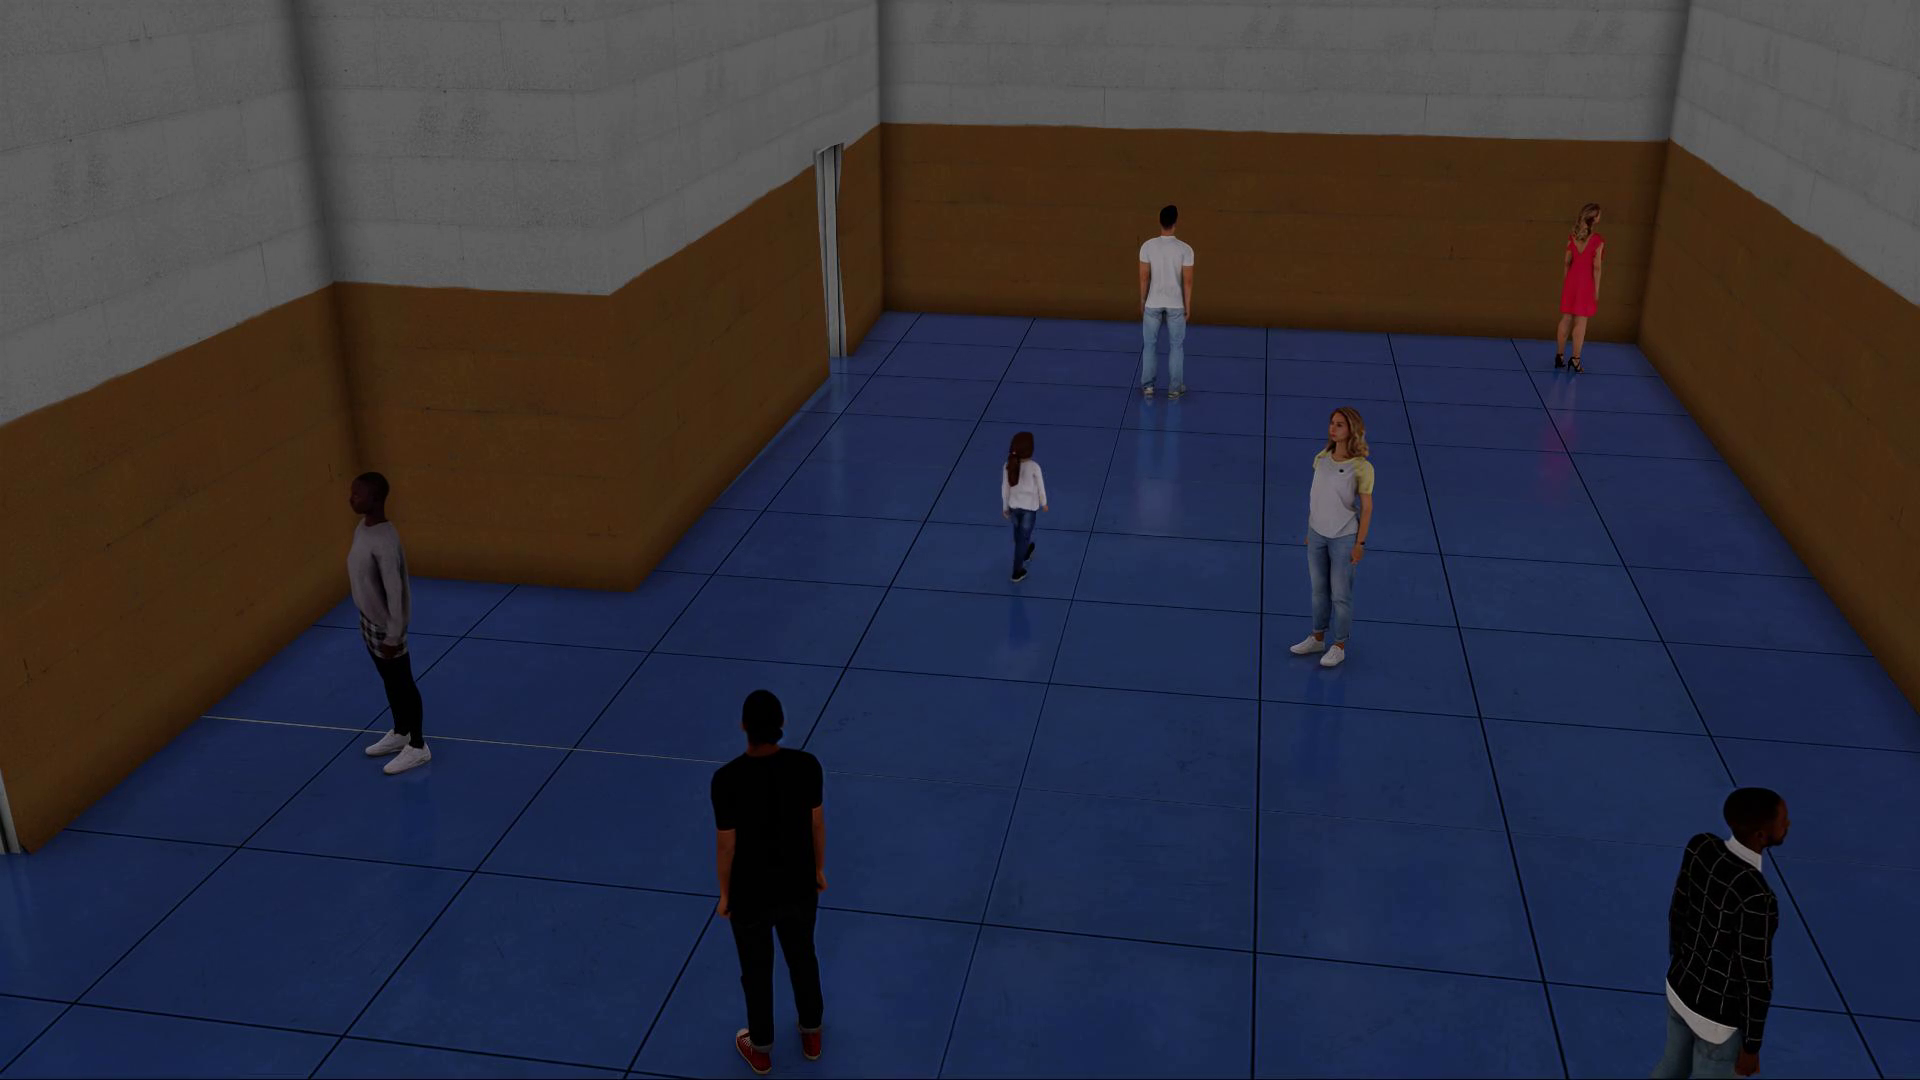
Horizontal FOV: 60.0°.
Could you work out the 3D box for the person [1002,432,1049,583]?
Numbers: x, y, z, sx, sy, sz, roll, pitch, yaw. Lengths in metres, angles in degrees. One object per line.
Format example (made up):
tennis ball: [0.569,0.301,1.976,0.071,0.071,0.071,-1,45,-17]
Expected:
person: [0.436,-0.232,12.025,0.734,1.087,0.649,12,25,27]

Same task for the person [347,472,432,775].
person: [-3.237,0.451,9.406,0.752,1.771,0.685,-16,27,-34]

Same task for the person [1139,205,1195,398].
person: [1.992,-2.316,16.168,0.499,1.864,0.743,5,22,13]

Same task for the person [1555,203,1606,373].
person: [6.351,-2.598,17.054,0.717,1.728,0.665,-13,25,-29]

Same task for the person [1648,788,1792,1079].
person: [2.789,1.714,6.197,0.664,1.820,0.737,-3,22,-8]

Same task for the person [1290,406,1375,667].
person: [2.407,-0.029,10.646,0.769,1.723,0.692,-17,27,-36]

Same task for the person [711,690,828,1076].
person: [-0.791,1.434,6.979,0.664,1.757,0.771,-9,24,-21]
